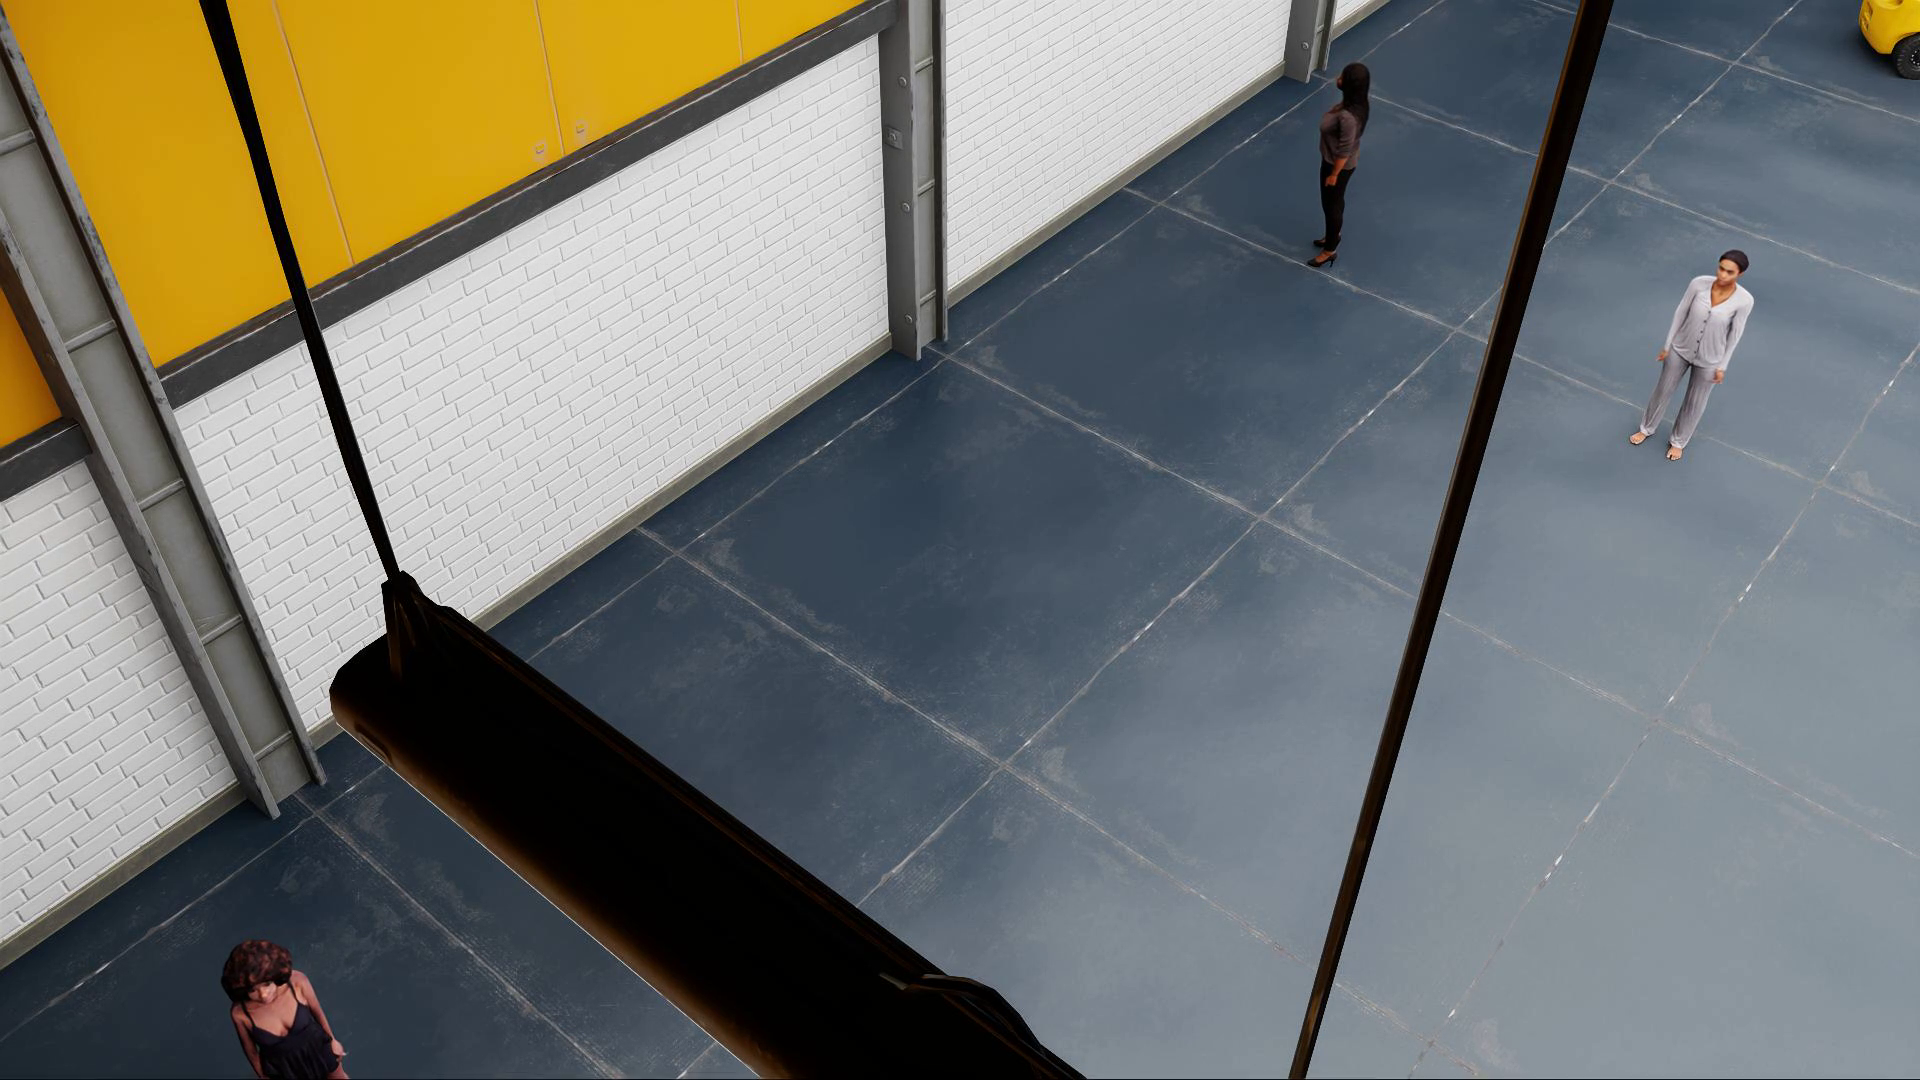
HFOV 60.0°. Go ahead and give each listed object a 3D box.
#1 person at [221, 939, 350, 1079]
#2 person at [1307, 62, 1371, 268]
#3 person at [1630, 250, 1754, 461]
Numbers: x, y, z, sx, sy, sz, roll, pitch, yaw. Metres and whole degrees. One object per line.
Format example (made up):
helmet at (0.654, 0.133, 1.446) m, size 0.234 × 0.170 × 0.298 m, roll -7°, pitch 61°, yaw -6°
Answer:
person at (-3.207, 2.500, 8.054) m, size 0.525 × 1.790 × 0.648 m, roll -30°, pitch 51°, yaw -27°
person at (3.192, -3.147, 13.944) m, size 0.785 × 1.842 × 0.660 m, roll 13°, pitch 45°, yaw 14°
person at (5.398, -1.384, 12.169) m, size 0.639 × 1.736 × 0.541 m, roll 28°, pitch 50°, yaw 26°
